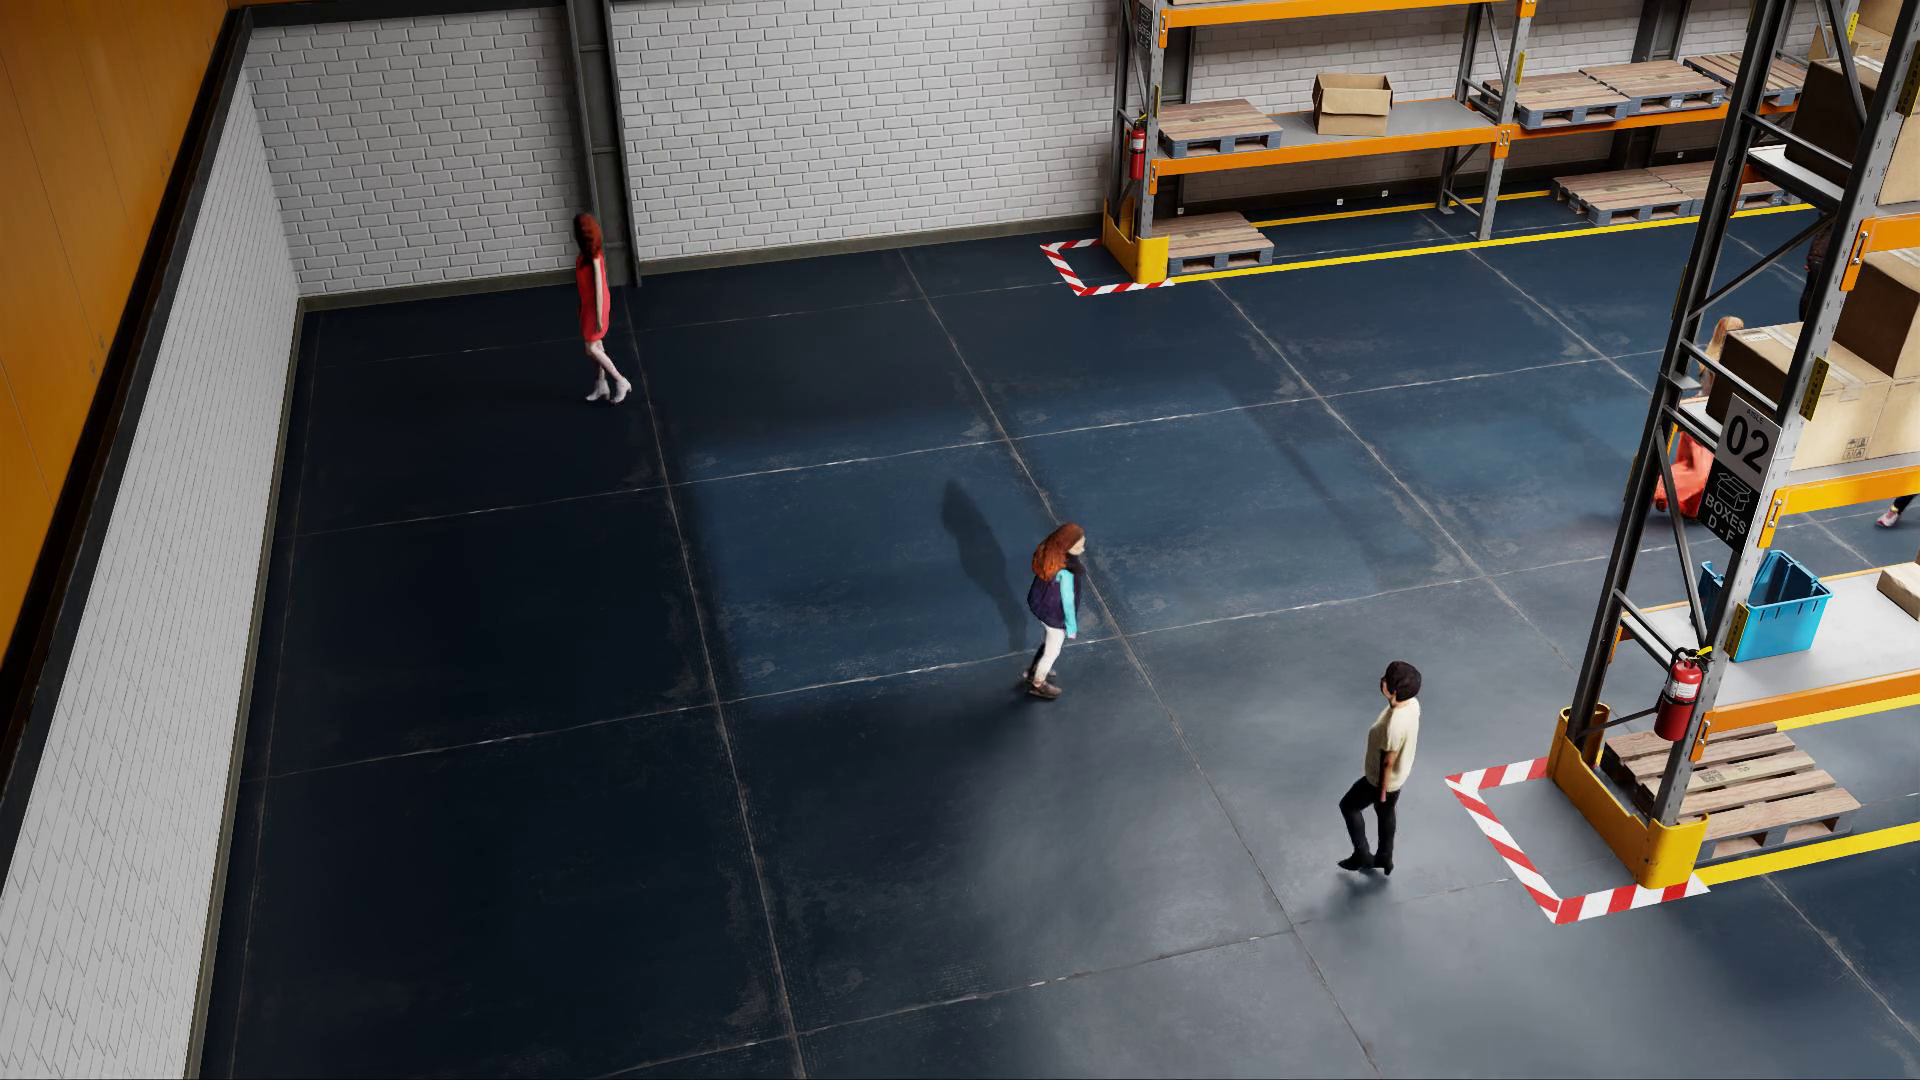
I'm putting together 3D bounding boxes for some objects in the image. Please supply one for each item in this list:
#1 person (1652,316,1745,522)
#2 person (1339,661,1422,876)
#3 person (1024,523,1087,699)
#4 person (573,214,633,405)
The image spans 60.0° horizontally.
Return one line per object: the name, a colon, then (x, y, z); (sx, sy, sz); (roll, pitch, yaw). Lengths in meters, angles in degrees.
person: (5.793, -0.947, 13.168); (0.917, 1.794, 0.851); (13, 36, 19)
person: (2.577, 1.408, 9.822); (0.767, 1.575, 0.701); (20, 38, 27)
person: (0.601, 0.474, 11.330); (0.656, 1.463, 0.658); (-9, 35, -14)
person: (-3.179, -2.048, 14.803); (0.635, 1.819, 0.611); (-8, 34, -12)
